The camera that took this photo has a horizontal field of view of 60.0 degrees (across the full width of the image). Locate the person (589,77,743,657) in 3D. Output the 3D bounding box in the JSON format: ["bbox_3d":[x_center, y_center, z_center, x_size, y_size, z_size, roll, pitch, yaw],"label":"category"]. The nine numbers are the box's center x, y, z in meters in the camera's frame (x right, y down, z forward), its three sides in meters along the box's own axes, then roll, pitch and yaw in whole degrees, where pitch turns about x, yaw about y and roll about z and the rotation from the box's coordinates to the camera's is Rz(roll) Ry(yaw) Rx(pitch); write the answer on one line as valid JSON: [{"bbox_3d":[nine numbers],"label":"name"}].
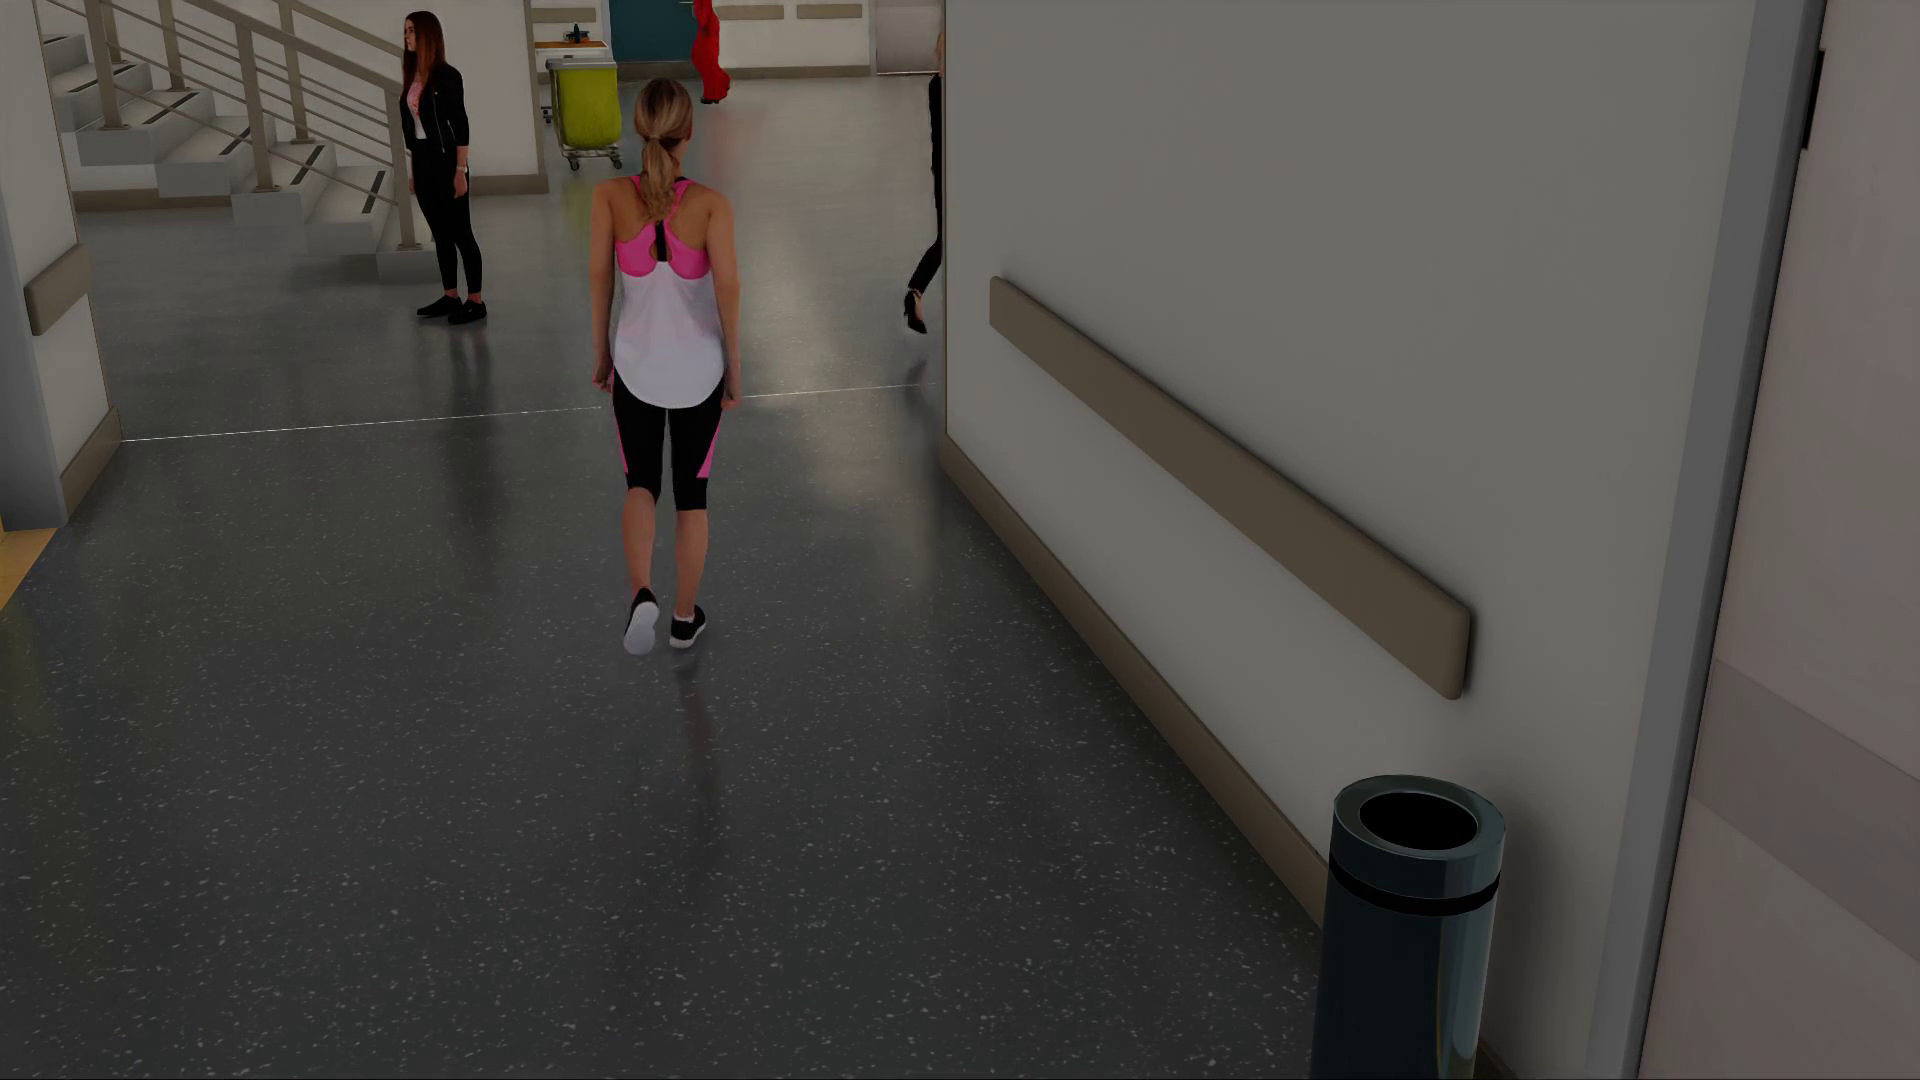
[{"bbox_3d":[-0.894,-0.446,4.963,0.897,1.772,0.836,1,21,1],"label":"person"}]

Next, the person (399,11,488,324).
[{"bbox_3d":[-2.934,-2.109,9.440,0.688,1.712,0.719,15,25,34],"label":"person"}]

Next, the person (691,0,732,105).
[{"bbox_3d":[-2.972,-6.168,20.074,0.690,1.770,0.633,-7,22,-17],"label":"person"}]
